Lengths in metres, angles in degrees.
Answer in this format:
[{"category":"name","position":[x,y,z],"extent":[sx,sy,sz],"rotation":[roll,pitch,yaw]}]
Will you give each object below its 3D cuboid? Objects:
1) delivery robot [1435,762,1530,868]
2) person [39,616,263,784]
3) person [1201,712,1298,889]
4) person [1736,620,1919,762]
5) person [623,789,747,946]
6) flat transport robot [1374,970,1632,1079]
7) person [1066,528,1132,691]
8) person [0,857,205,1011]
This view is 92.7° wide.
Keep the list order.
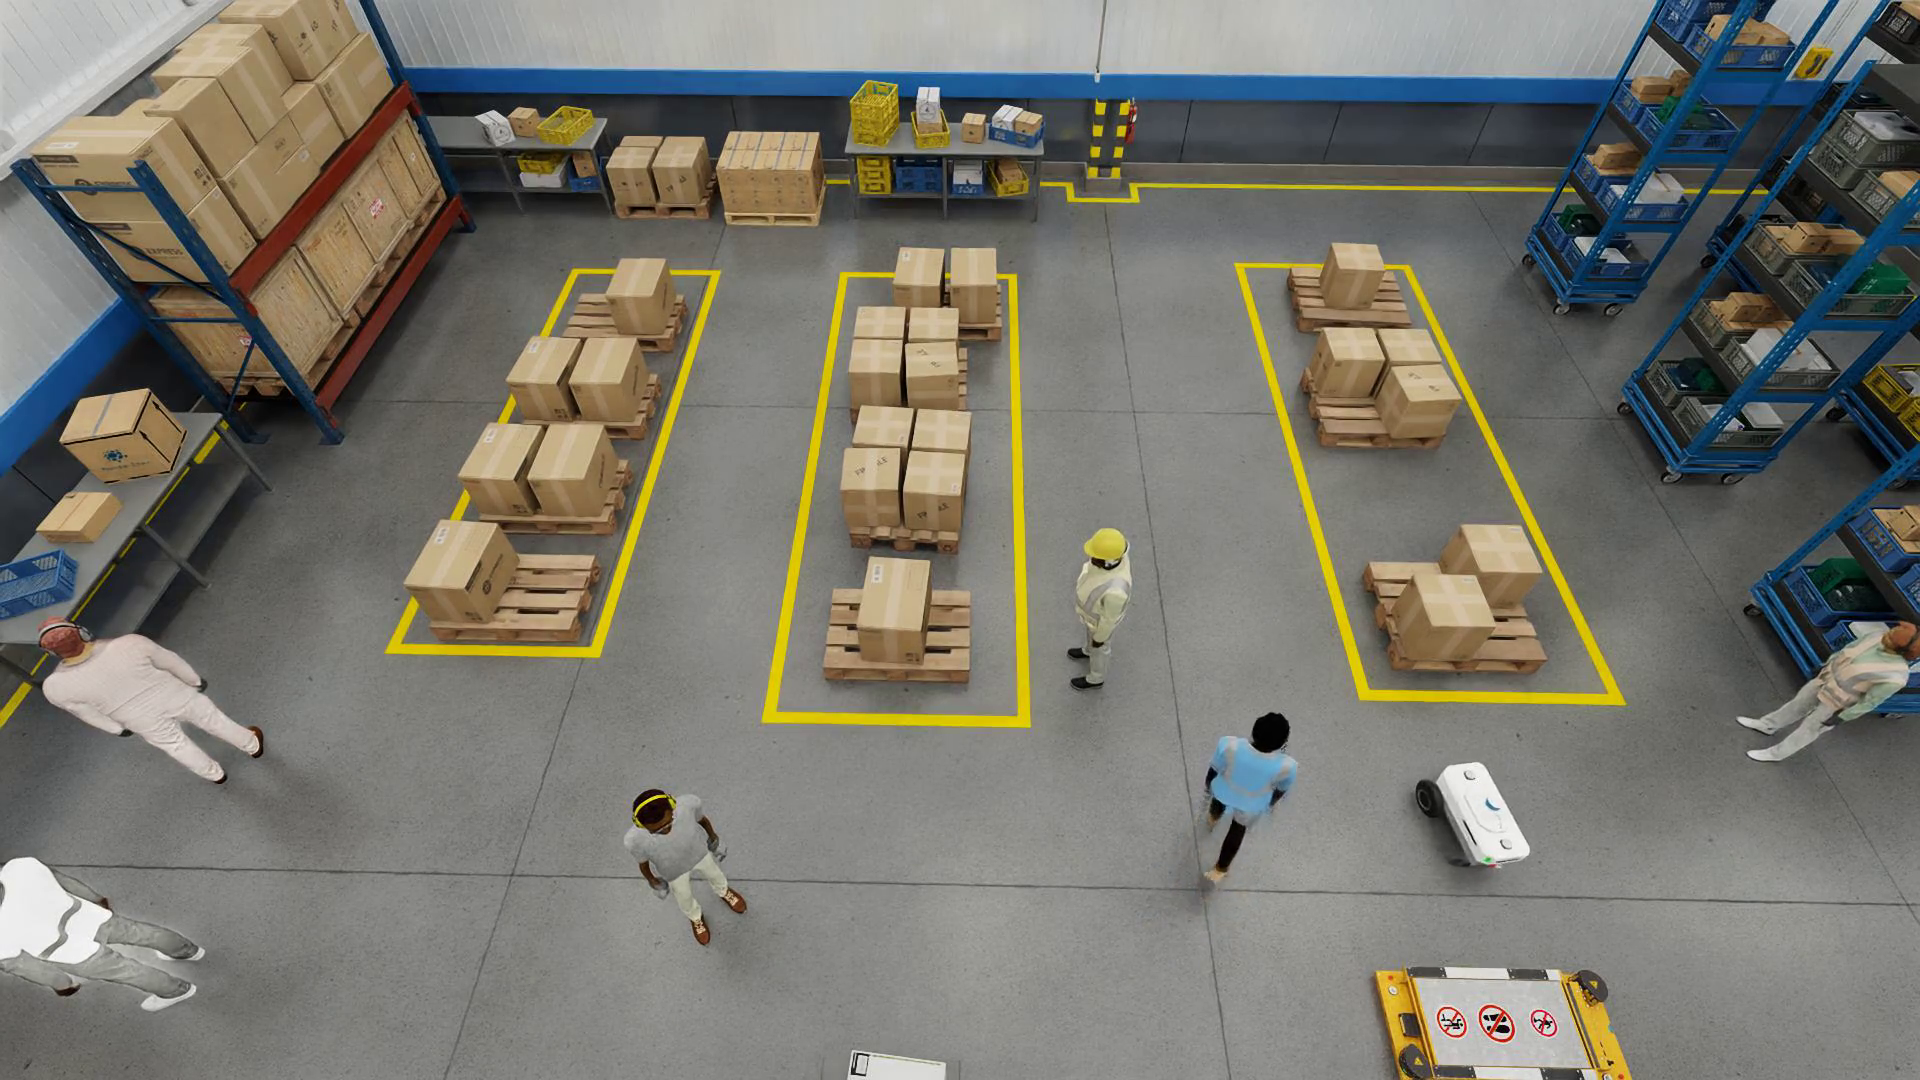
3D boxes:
[{"category":"delivery robot","position":[3.761,1.983,6.611],"extent":[0.477,0.478,0.707],"rotation":[-7,51,-5]},{"category":"person","position":[-5.728,1.136,6.495],"extent":[0.409,1.909,0.641],"rotation":[36,59,25]},{"category":"person","position":[1.867,1.745,6.146],"extent":[0.541,1.670,0.732],"rotation":[21,54,16]},{"category":"person","position":[6.370,1.119,6.680],"extent":[0.315,1.636,0.515],"rotation":[14,52,11]},{"category":"person","position":[-1.724,2.040,5.781],"extent":[0.512,1.872,0.328],"rotation":[-35,59,-25]},{"category":"flat transport robot","position":[3.501,3.133,5.914],"extent":[1.431,0.197,0.652],"rotation":[1,51,1]},{"category":"person","position":[1.067,0.530,7.044],"extent":[0.403,1.823,0.581],"rotation":[1,51,1]},{"category":"person","position":[-5.283,2.377,5.475],"extent":[0.398,1.920,0.588],"rotation":[-7,51,-6]}]
